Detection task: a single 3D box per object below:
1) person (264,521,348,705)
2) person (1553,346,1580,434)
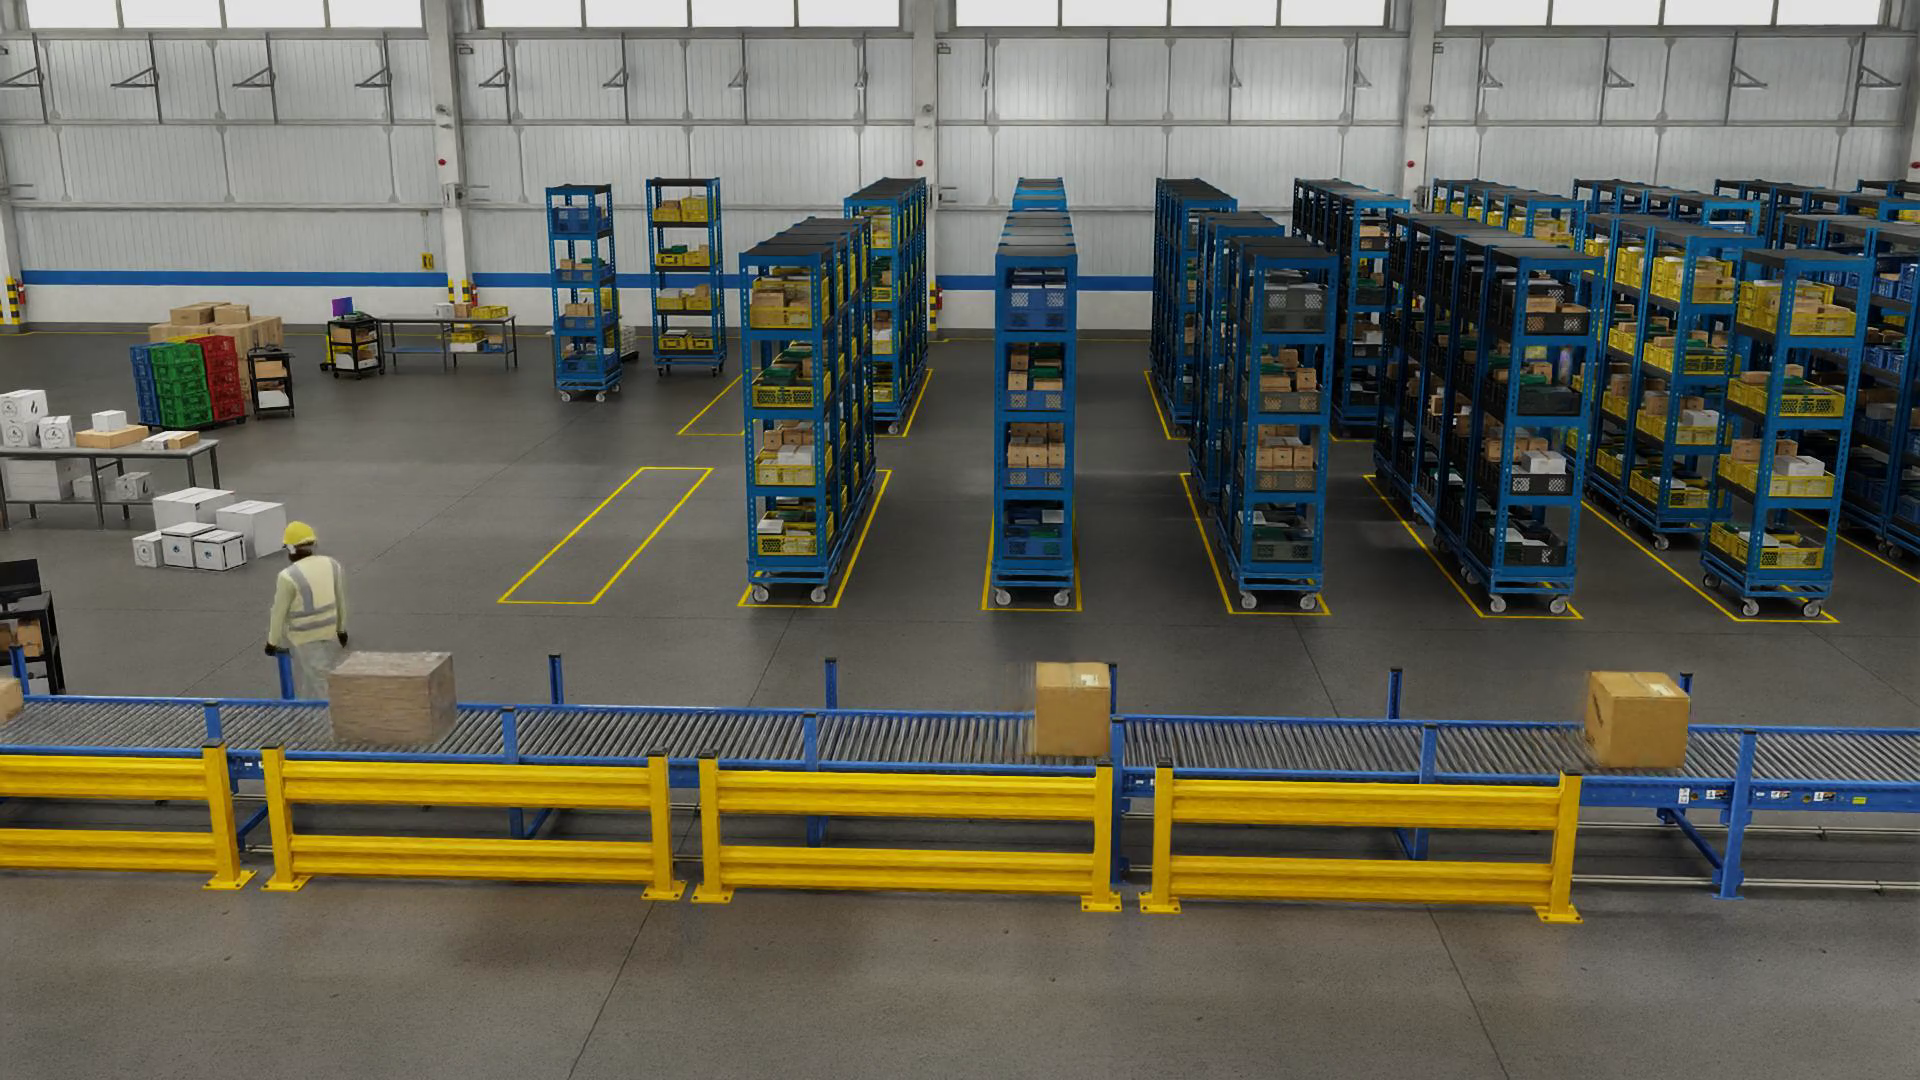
[{"bbox_3d":[-5.322,0.728,13.427,0.888,1.786,0.611,6,16,21],"label":"person"},{"bbox_3d":[8.747,-2.059,23.765,0.901,1.808,0.571,2,15,7],"label":"person"}]
